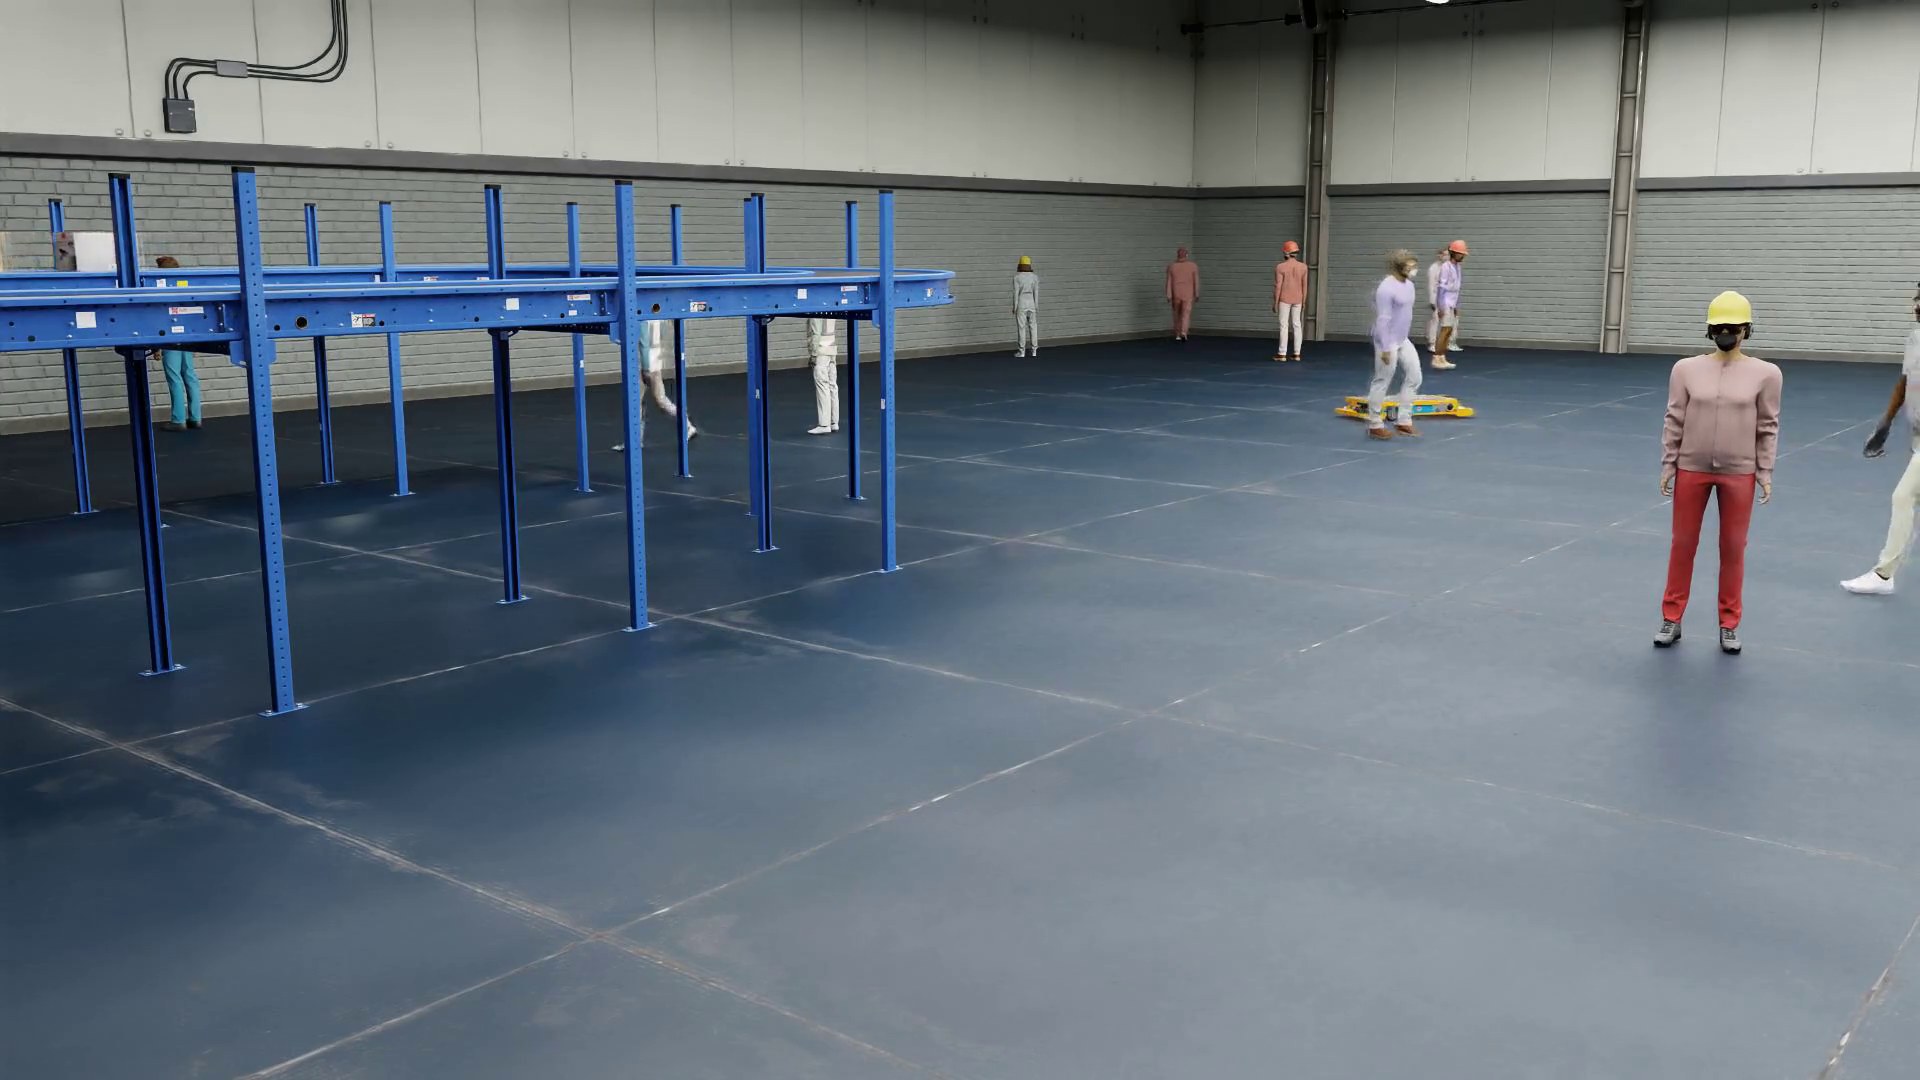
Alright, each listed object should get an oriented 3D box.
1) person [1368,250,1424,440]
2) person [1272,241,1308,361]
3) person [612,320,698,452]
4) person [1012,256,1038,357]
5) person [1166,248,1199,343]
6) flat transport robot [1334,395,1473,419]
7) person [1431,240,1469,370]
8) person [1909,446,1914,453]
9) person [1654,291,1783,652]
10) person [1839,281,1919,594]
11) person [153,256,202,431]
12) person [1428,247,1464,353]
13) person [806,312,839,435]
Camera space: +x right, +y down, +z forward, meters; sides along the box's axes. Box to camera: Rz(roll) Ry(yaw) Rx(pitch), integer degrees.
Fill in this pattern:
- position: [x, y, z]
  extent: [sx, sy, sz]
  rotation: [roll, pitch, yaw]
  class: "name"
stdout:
- position: [4.460, -1.953, 16.769]
  extent: [0.725, 1.909, 0.660]
  rotation: [9, 14, 42]
  class: "person"
- position: [5.545, -4.018, 27.987]
  extent: [0.622, 1.993, 0.384]
  rotation: [-4, 11, -19]
  class: "person"
- position: [-2.942, -1.655, 15.963]
  extent: [0.770, 1.612, 0.523]
  rotation: [1, 10, 3]
  class: "person"
- position: [1.125, -4.061, 28.925]
  extent: [0.487, 1.744, 0.312]
  rotation: [-4, 11, -23]
  class: "person"
- position: [4.436, -4.895, 33.207]
  extent: [0.638, 1.870, 0.959]
  rotation: [3, 11, 15]
  class: "person"
- position: [5.105, -1.539, 19.151]
  extent: [1.431, 0.197, 0.652]
  rotation: [-3, 11, -16]
  class: "flat transport robot"
- position: [7.702, -3.685, 26.083]
  extent: [0.470, 2.017, 0.622]
  rotation: [6, 12, 32]
  class: "person"
- position: [9.011, -1.613, 14.935]
  extent: [0.999, 1.893, 0.632]
  rotation: [-1, 10, -4]
  class: "person"
- position: [3.739, -0.335, 8.217]
  extent: [0.524, 1.769, 0.314]
  rotation: [5, 11, 27]
  class: "person"
- position: [5.618, -0.605, 9.552]
  extent: [0.939, 1.834, 0.503]
  rotation: [0, 10, 1]
  class: "person"
- position: [-8.366, -2.100, 17.770]
  extent: [0.374, 1.843, 0.574]
  rotation: [3, 11, 17]
  class: "person"
- position: [8.736, -4.292, 29.822]
  extent: [0.666, 1.877, 0.800]
  rotation: [-5, 11, -25]
  class: "person"
- position: [-1.441, -1.926, 17.384]
  extent: [0.311, 1.638, 0.522]
  rotation: [3, 11, 18]
  class: "person"
